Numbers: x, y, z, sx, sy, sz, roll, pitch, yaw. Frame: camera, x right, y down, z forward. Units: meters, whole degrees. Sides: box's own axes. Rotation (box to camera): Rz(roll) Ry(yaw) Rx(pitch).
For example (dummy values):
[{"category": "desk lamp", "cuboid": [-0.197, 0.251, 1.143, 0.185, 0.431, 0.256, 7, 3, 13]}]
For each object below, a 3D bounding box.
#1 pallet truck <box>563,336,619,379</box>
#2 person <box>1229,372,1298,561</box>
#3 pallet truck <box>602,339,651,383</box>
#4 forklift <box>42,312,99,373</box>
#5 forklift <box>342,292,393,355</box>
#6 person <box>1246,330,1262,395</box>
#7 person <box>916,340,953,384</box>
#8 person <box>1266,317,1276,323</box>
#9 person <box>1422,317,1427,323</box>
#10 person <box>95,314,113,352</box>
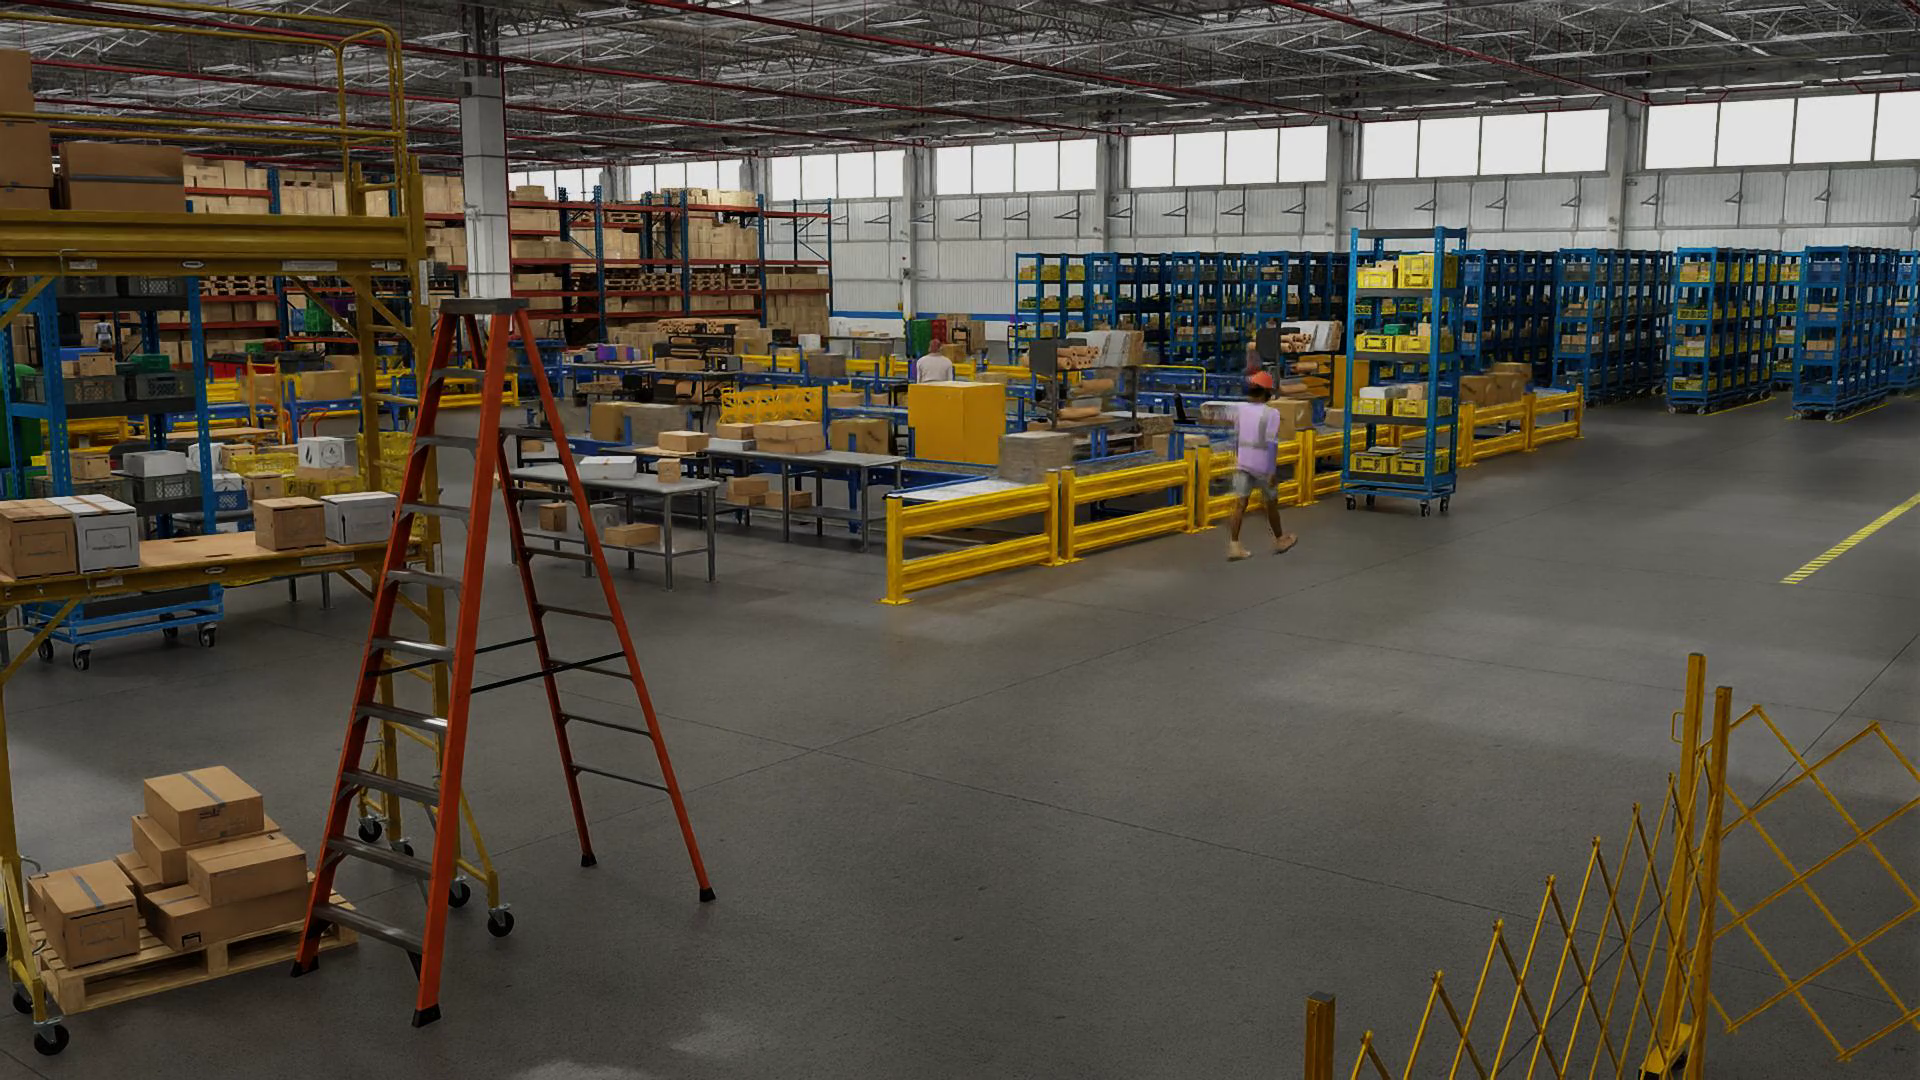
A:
[{"category": "pallet truck", "cuboid": [-10.690, -5.294, 48.215, 1.601, 1.201, 0.680, -5, 10, -26]}, {"category": "person", "cuboid": [3.213, -0.791, 17.723, 1.026, 1.988, 0.637, -8, 12, -41]}, {"category": "pallet truck", "cuboid": [-8.991, -4.871, 45.351, 0.653, 1.274, 1.630, 7, 11, 37]}, {"category": "forklift", "cuboid": [-23.779, -5.451, 44.052, 1.873, 2.768, 1.129, 7, 11, 36]}, {"category": "forklift", "cuboid": [-16.485, -5.622, 45.120, 1.129, 2.768, 1.873, 7, 11, 37]}, {"category": "person", "cuboid": [6.734, -3.918, 37.947, 0.363, 1.754, 0.534, 7, 12, 39]}, {"category": "person", "cuboid": [-0.432, -2.508, 28.763, 0.635, 1.900, 0.397, 0, 9, 2]}, {"category": "person", "cuboid": [9.236, -5.784, 48.885, 0.614, 1.993, 0.395, -4, 10, -24]}, {"category": "person", "cuboid": [13.135, -5.395, 46.960, 0.600, 1.832, 0.404, 1, 9, 5]}, {"category": "person", "cuboid": [-28.379, -6.640, 55.152, 0.529, 1.697, 0.321, -8, 12, -40]}]
